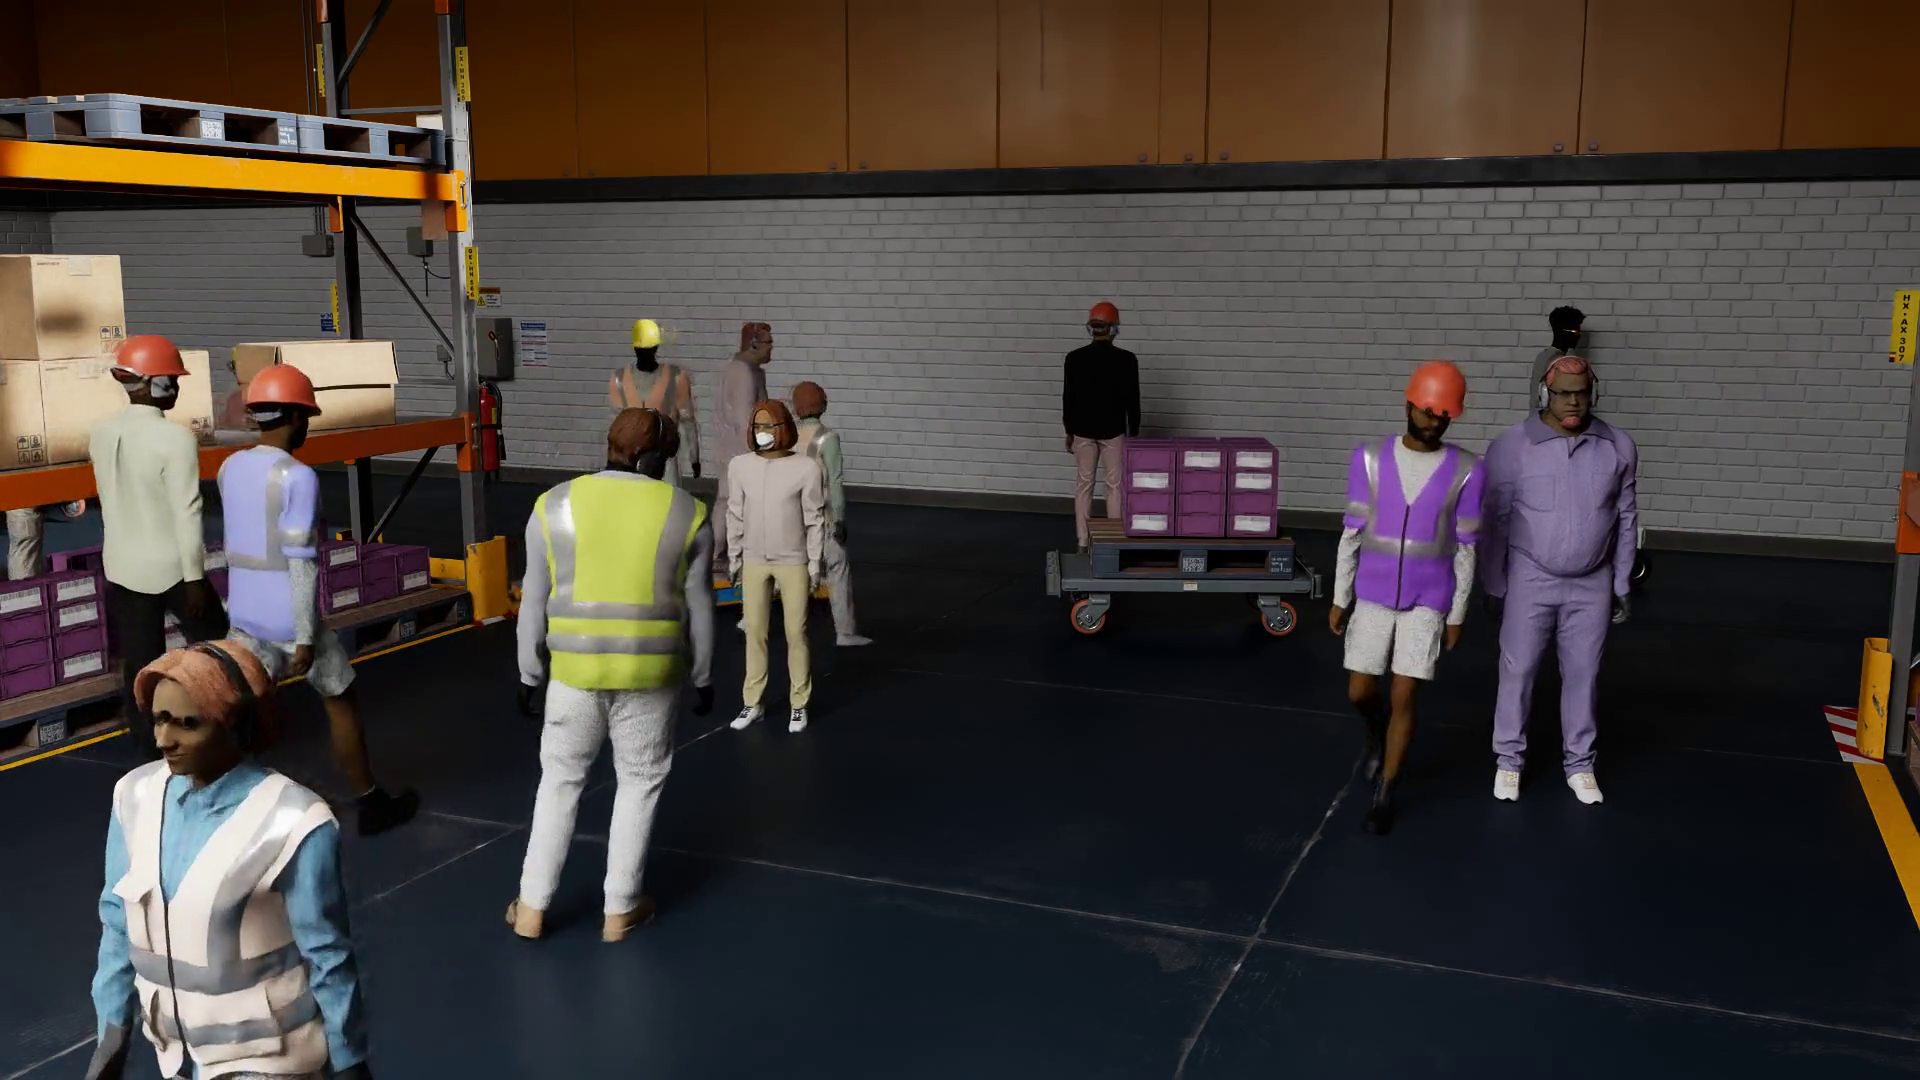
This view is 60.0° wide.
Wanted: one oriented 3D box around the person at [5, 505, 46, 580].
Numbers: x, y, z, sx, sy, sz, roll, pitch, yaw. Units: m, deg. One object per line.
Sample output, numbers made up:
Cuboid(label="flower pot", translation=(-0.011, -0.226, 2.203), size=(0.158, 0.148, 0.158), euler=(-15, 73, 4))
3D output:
Cuboid(label="person", translation=(-5.917, -0.277, 10.536), size=(0.310, 1.639, 0.521), euler=(-8, 12, -40))

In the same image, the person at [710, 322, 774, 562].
Cuboid(label="person", translation=(-1.456, -0.618, 11.915), size=(0.923, 1.862, 0.657), euler=(-1, 9, -6))

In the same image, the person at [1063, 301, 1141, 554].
Cuboid(label="person", translation=(1.100, -0.841, 12.879), size=(0.660, 1.990, 0.408), euler=(4, 10, 24))

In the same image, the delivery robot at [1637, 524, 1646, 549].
Cuboid(label="delivery robot", translation=(4.516, -0.014, 11.934), size=(0.707, 0.478, 0.477), euler=(0, 9, 0))

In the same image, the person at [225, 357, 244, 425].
Cuboid(label="person", translation=(-4.847, -0.455, 11.284), size=(0.533, 1.742, 0.668), euler=(8, 12, 40))

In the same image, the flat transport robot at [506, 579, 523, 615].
Cuboid(label="flat transport robot", translation=(-2.318, 0.424, 10.423), size=(0.652, 0.197, 1.431), euler=(-6, 11, -31))

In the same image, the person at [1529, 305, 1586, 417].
Cuboid(label="person", translation=(4.603, -0.829, 12.895), size=(0.365, 1.962, 0.610), euler=(0, 9, 2))

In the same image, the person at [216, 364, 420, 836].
Cuboid(label="person", translation=(-2.538, 0.271, 6.477), size=(0.538, 1.889, 0.889), euler=(5, 11, 28))

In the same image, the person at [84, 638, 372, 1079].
Cuboid(label="person", translation=(-1.337, 0.949, 3.219), size=(0.496, 1.601, 0.801), euler=(5, 10, 26))

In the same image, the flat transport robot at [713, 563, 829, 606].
Cuboid(label="flat transport robot", translation=(-1.580, 0.298, 11.186), size=(1.431, 0.197, 0.652), euler=(-6, 11, -31))

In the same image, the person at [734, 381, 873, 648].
Cuboid(label="person", translation=(-0.920, -0.127, 9.760), size=(0.757, 1.607, 0.549), euler=(-8, 12, -41))

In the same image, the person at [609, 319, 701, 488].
Cuboid(label="person", translation=(-2.179, -0.635, 11.956), size=(0.617, 1.904, 0.664), euler=(2, 10, 12))

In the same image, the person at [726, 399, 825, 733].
Cuboid(label="person", translation=(-0.900, 0.127, 8.104), size=(0.501, 1.633, 0.282), euler=(2, 10, 14))

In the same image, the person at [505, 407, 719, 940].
Cuboid(label="person", translation=(-1.164, 0.452, 5.646), size=(0.699, 1.802, 0.434), euler=(-1, 9, -5))

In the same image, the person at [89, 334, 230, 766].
Cuboid(label="person", translation=(-3.387, 0.118, 7.101), size=(0.650, 1.977, 0.476), euler=(4, 10, 24))

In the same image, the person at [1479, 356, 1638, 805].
Cuboid(label="person", translation=(2.520, 0.178, 7.004), size=(0.646, 1.900, 0.403), euler=(0, 9, 3))

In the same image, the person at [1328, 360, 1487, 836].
Cuboid(label="person", translation=(1.802, 0.217, 6.722), size=(0.587, 1.910, 0.577), euler=(4, 10, 22))
